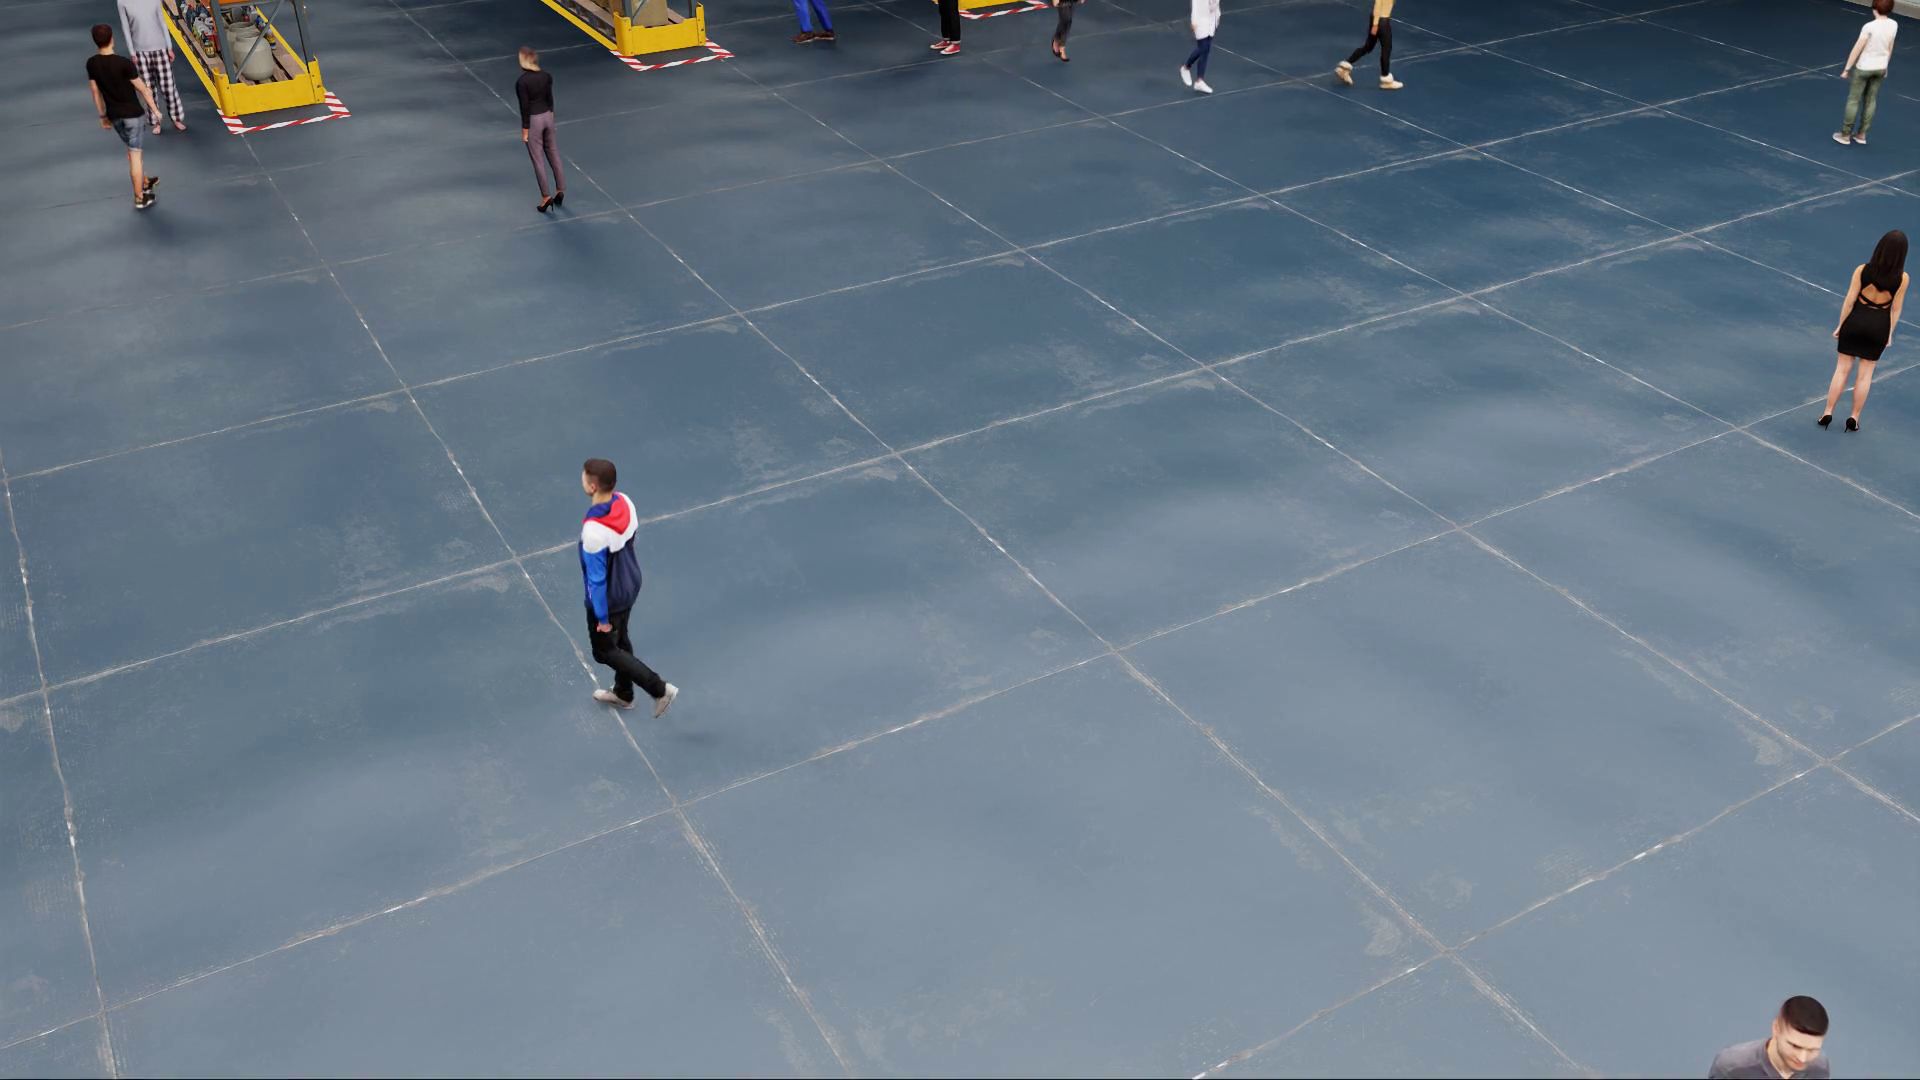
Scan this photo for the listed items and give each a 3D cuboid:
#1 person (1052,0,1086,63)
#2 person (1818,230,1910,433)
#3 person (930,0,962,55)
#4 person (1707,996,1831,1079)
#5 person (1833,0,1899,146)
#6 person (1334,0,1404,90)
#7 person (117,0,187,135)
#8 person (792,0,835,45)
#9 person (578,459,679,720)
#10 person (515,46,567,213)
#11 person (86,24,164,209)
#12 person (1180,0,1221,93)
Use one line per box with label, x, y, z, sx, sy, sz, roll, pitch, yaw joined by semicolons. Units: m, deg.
person;1.294;-6.997;21.309;0.729;1.704;0.710;-28;42;-37
person;6.964;-1.597;12.801;0.570;1.650;0.683;18;37;26
person;-0.150;-7.273;21.695;0.753;1.760;0.522;-15;35;-23
person;2.997;2.387;6.381;0.683;1.761;0.649;-4;33;-7
person;10.160;-5.234;18.563;0.697;1.653;0.712;-2;32;-4
person;5.038;-6.334;20.324;1.099;1.634;1.075;6;33;9
person;-9.226;-5.586;18.940;0.611;1.847;0.522;-18;36;-26
person;-1.937;-7.496;21.988;0.870;1.825;0.869;-9;33;-14
person;-1.951;0.321;9.674;1.025;1.742;0.940;11;34;17
person;-4.257;-4.165;16.853;0.687;1.670;0.684;19;37;27
person;-8.511;-4.272;16.873;0.961;1.829;1.050;4;33;7
person;2.910;-6.364;20.245;0.704;1.770;0.766;-26;41;-35
